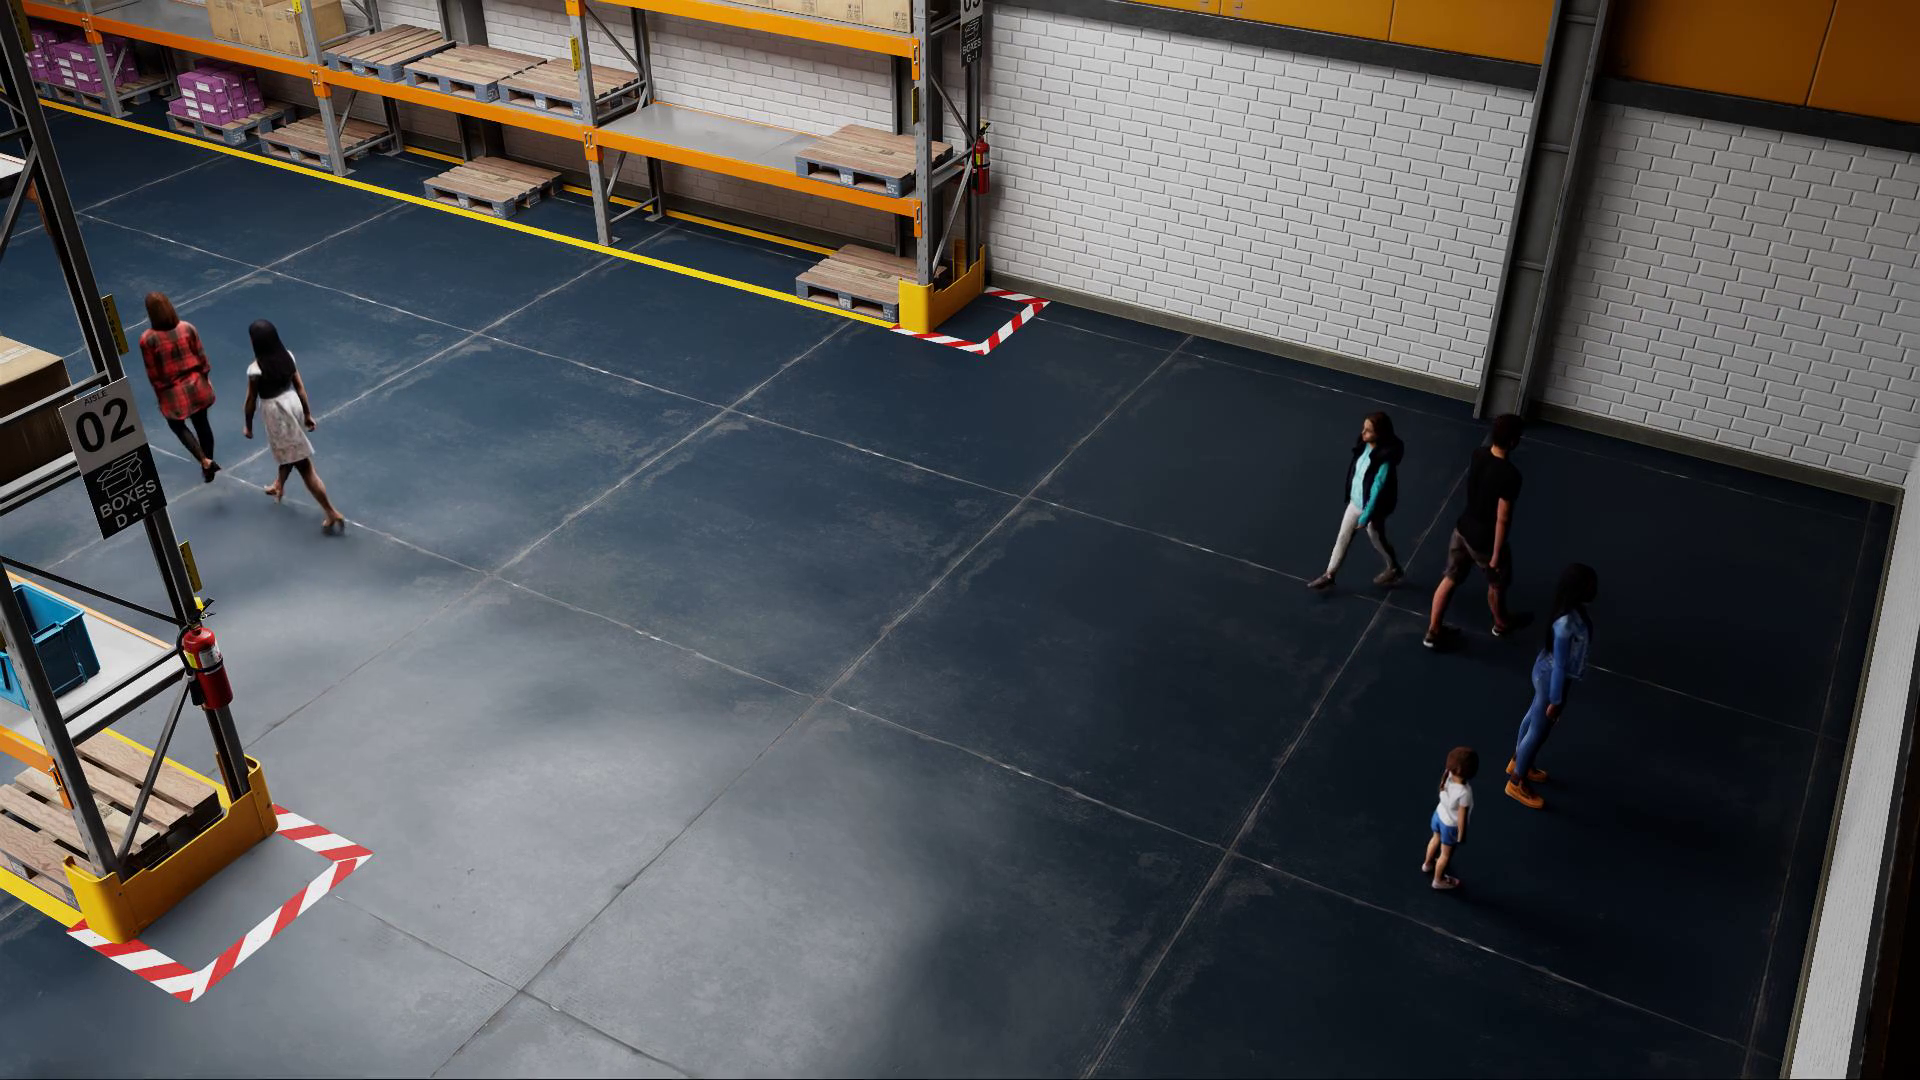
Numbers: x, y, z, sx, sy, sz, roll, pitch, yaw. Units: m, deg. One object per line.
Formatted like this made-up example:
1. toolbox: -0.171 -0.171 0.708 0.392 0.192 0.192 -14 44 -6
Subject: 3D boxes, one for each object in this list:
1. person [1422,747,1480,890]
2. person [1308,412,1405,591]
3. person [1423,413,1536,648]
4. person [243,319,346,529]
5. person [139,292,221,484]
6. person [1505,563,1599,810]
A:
1. person: 2.863 1.611 9.712 0.540 1.019 0.488 -5 34 -7
2. person: 3.046 -0.255 12.116 0.992 1.465 0.980 -11 35 -16
3. person: 3.499 -0.015 11.426 1.140 1.829 1.134 -13 36 -19
4. person: -5.091 -0.827 12.735 1.101 1.733 0.616 17 37 24
5. person: -6.183 -1.163 13.282 0.753 1.687 0.862 -25 41 -32
6. person: 3.639 0.862 10.213 0.562 1.712 0.631 13 36 19
